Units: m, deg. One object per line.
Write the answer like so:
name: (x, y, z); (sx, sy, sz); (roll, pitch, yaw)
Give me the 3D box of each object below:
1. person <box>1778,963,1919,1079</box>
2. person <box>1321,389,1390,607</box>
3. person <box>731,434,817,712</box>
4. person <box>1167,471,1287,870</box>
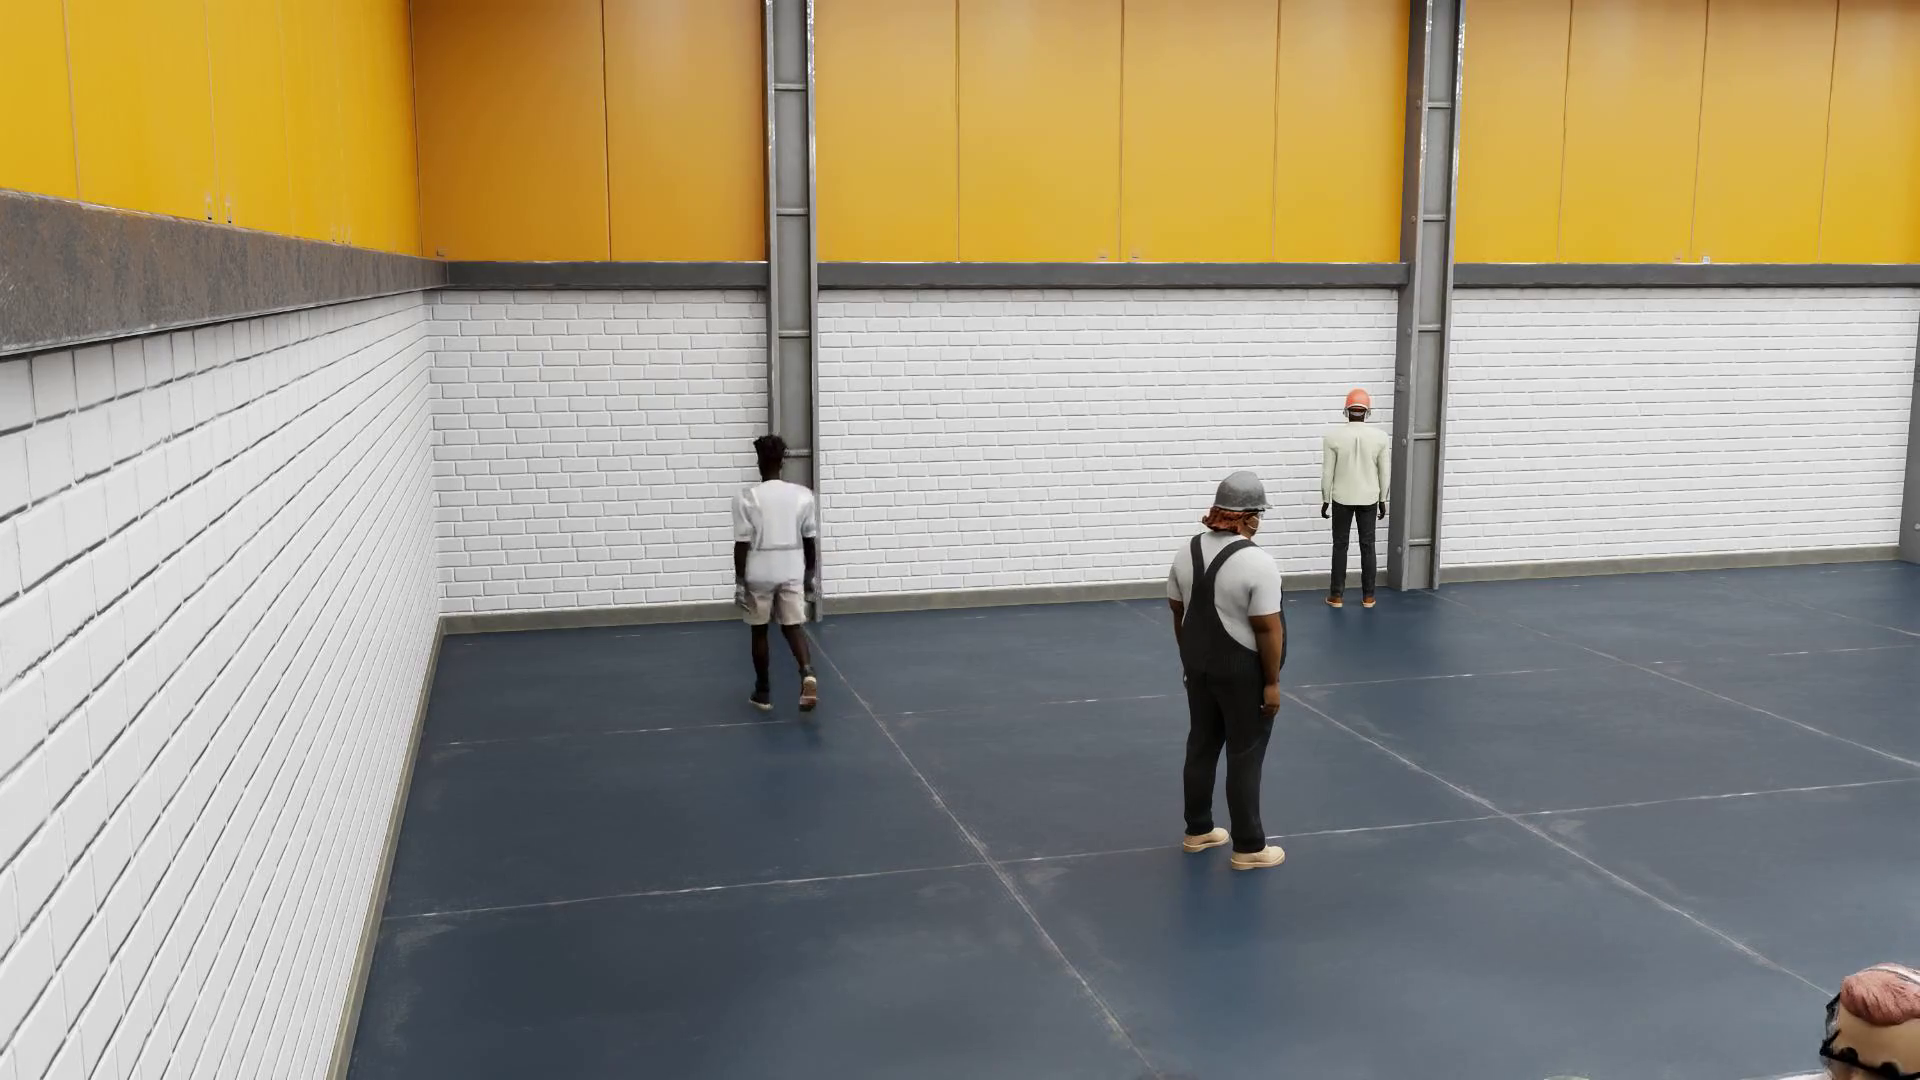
person: (1.572, 1.642, 2.958); (1.005, 1.848, 0.670); (-6, 11, -34)
person: (3.580, -0.374, 15.098); (0.613, 1.994, 0.382); (1, 9, 4)
person: (-1.240, 0.249, 11.394); (0.613, 1.945, 0.757); (-4, 10, -26)
person: (1.430, 0.649, 8.572); (0.536, 2.000, 0.688); (-7, 11, -36)
